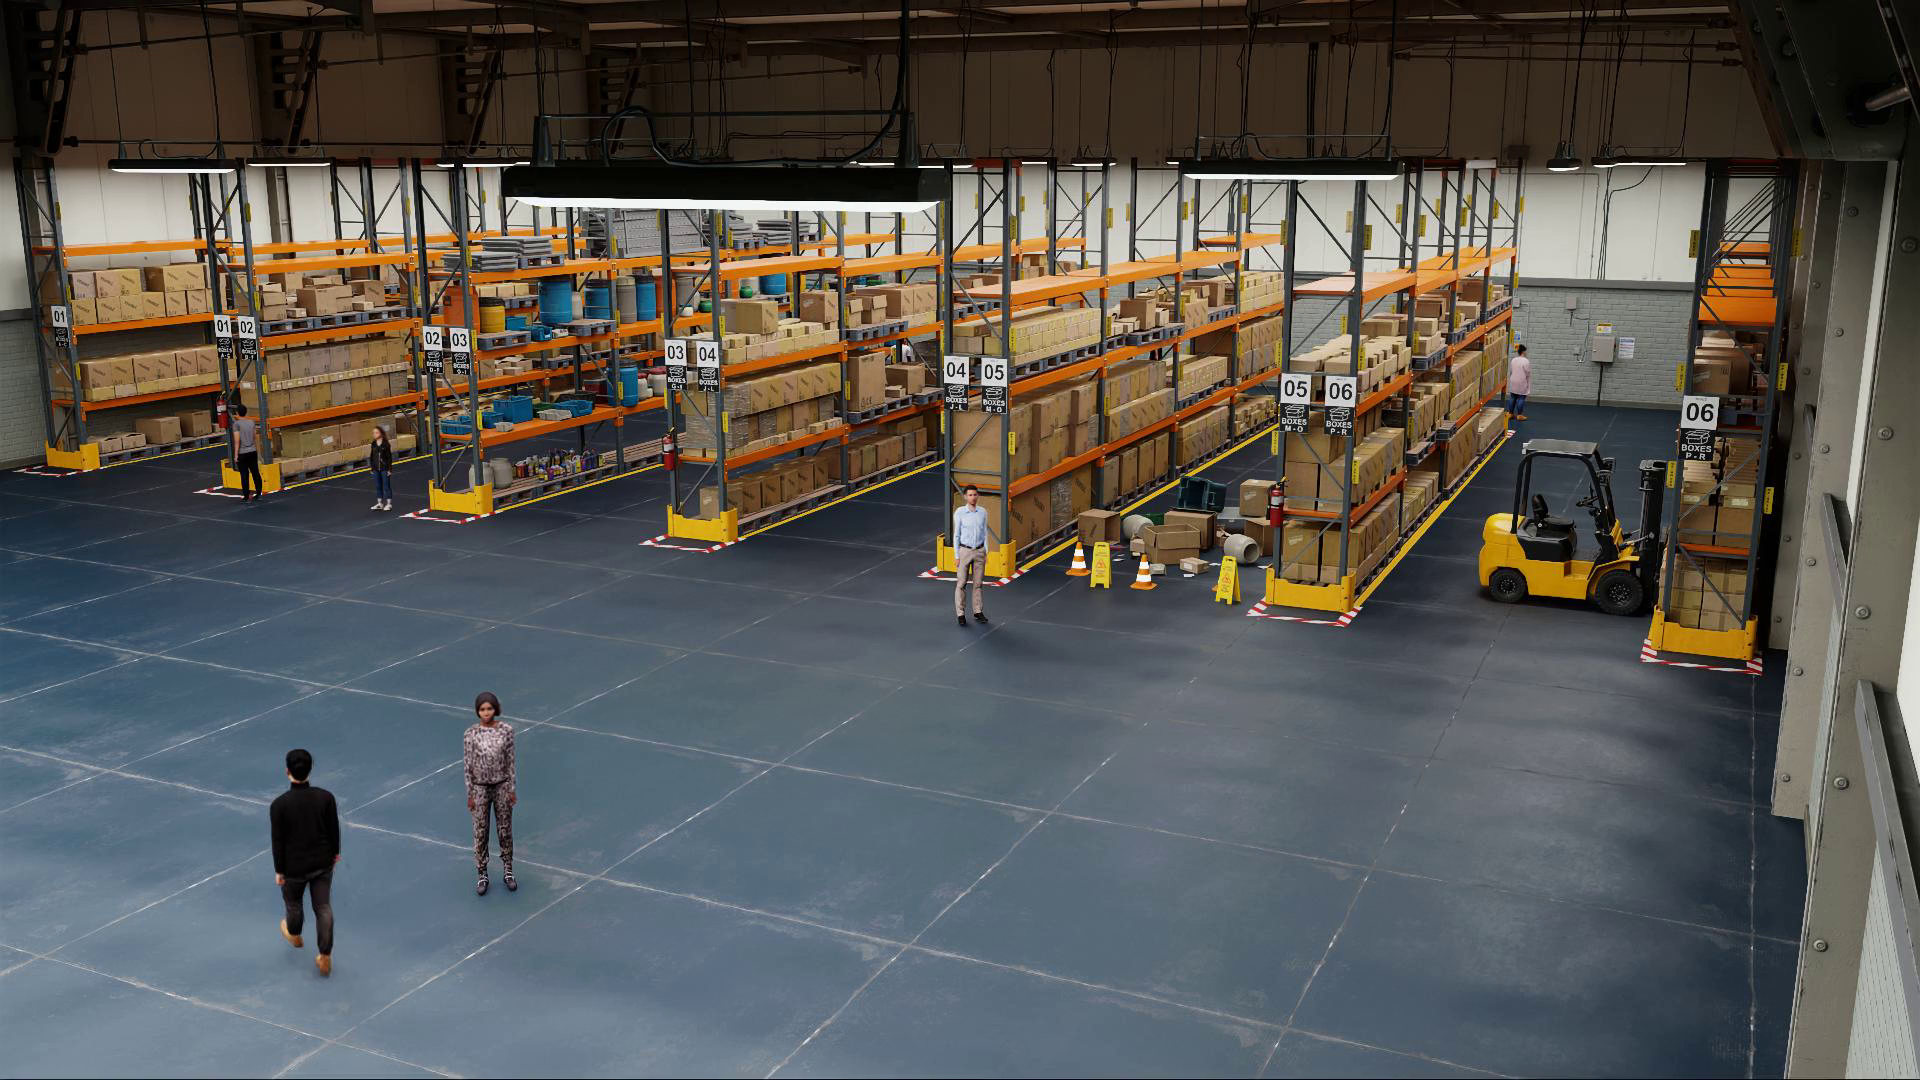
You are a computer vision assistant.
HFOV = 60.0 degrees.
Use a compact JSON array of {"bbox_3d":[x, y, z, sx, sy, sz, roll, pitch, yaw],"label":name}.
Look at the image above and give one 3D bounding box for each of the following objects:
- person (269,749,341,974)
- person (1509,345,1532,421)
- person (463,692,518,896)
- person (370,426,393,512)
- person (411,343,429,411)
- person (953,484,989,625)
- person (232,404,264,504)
[{"bbox_3d":[-4.885,2.438,12.487,1.093,1.692,1.048,-9,16,-35],"label":"person"},{"bbox_3d":[13.056,-3.687,38.826,0.821,1.742,0.797,-8,15,-30],"label":"person"},{"bbox_3d":[-3.915,2.099,13.903,0.683,1.714,0.743,-5,14,-19],"label":"person"},{"bbox_3d":[-10.049,-1.256,28.898,0.589,1.484,0.536,4,14,17],"label":"person"},{"bbox_3d":[-12.659,-3.754,39.051,0.623,1.770,0.553,4,14,18],"label":"person"},{"bbox_3d":[0.147,0.173,21.926,0.753,1.846,0.810,-4,14,-18],"label":"person"},{"bbox_3d":[-12.688,-1.550,29.569,0.682,1.754,0.487,7,15,28],"label":"person"}]
